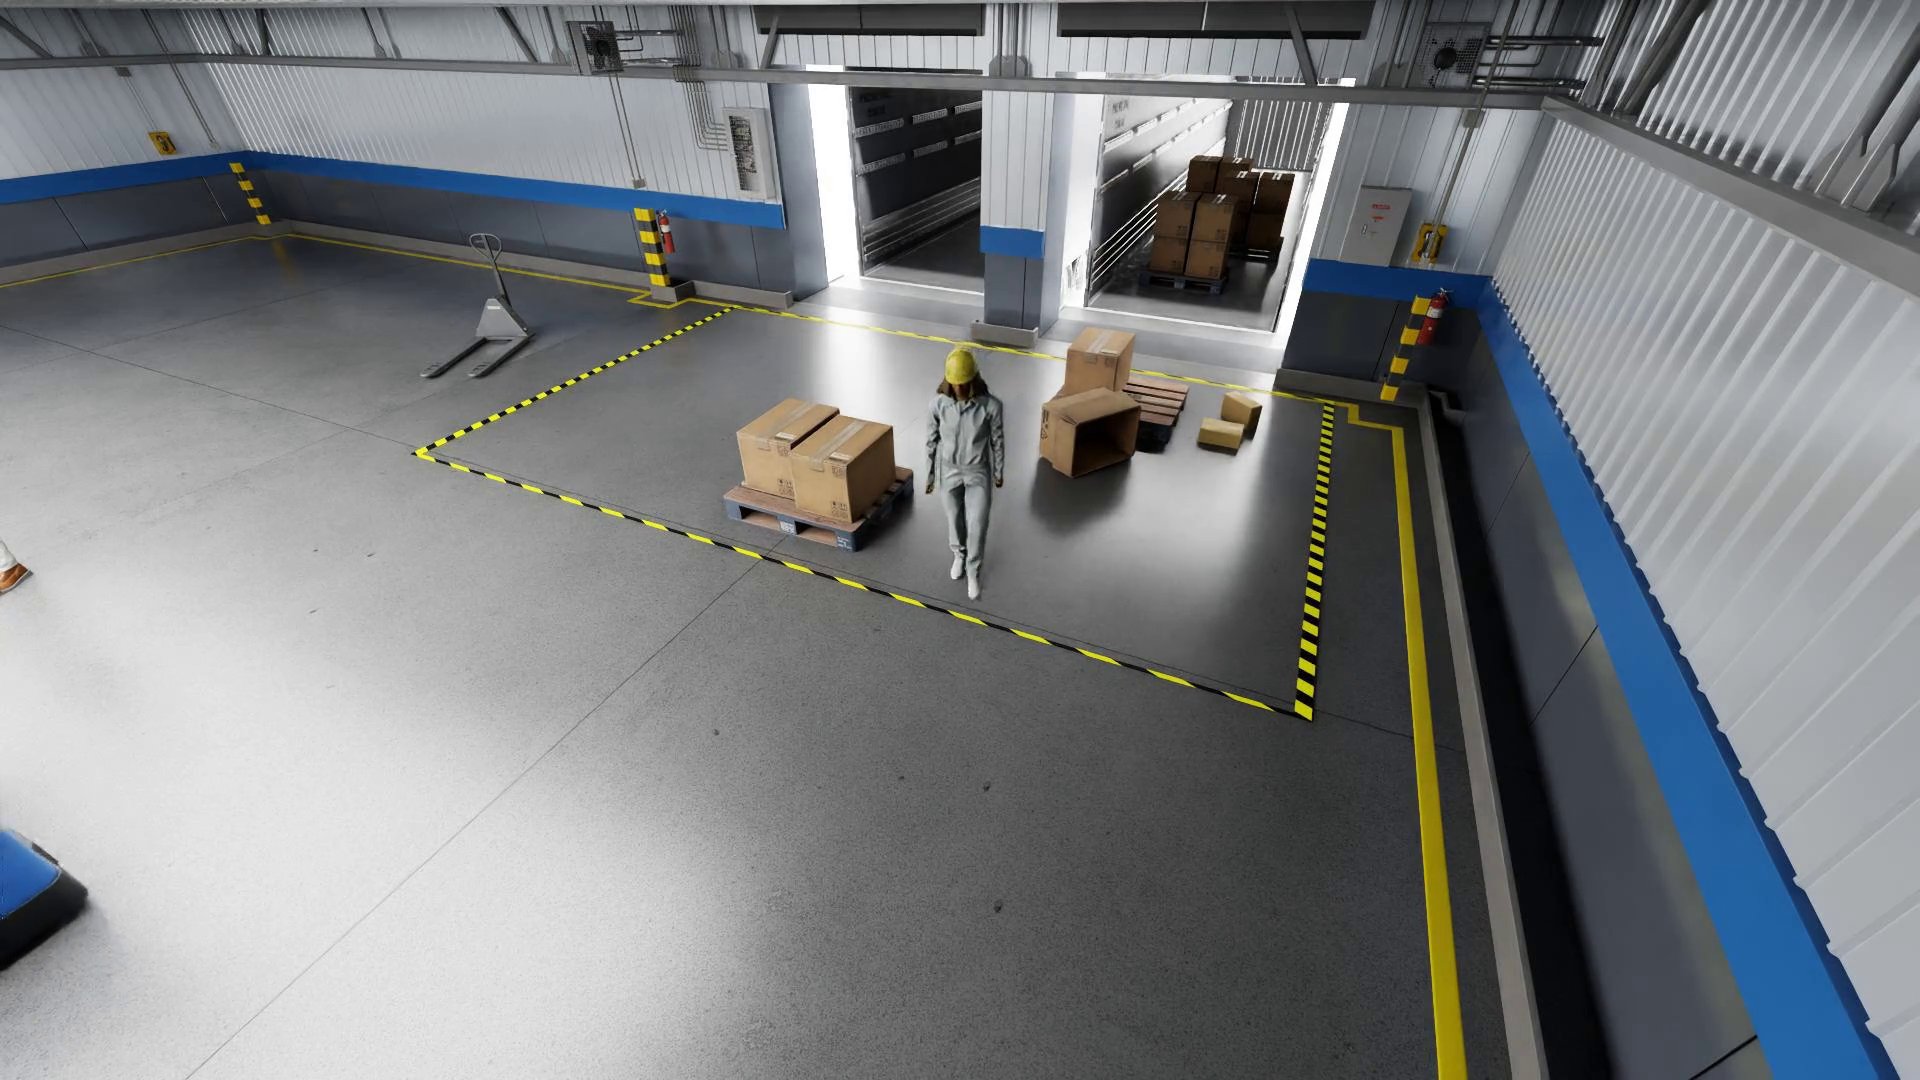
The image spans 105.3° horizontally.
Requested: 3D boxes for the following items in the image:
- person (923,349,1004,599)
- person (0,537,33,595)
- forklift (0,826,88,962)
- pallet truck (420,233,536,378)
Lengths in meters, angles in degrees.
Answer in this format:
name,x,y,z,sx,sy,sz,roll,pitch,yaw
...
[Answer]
name,x,y,z,sx,sy,sz,roll,pitch,yaw
person,0.018,-0.409,4.773,0.516,1.724,0.507,5,36,7
person,-6.872,-0.453,4.645,0.607,1.946,0.403,1,35,1
forklift,-4.472,0.931,2.623,0.776,2.013,0.716,13,37,17
pallet truck,-5.664,-2.712,8.427,0.680,1.201,1.601,0,35,-1
